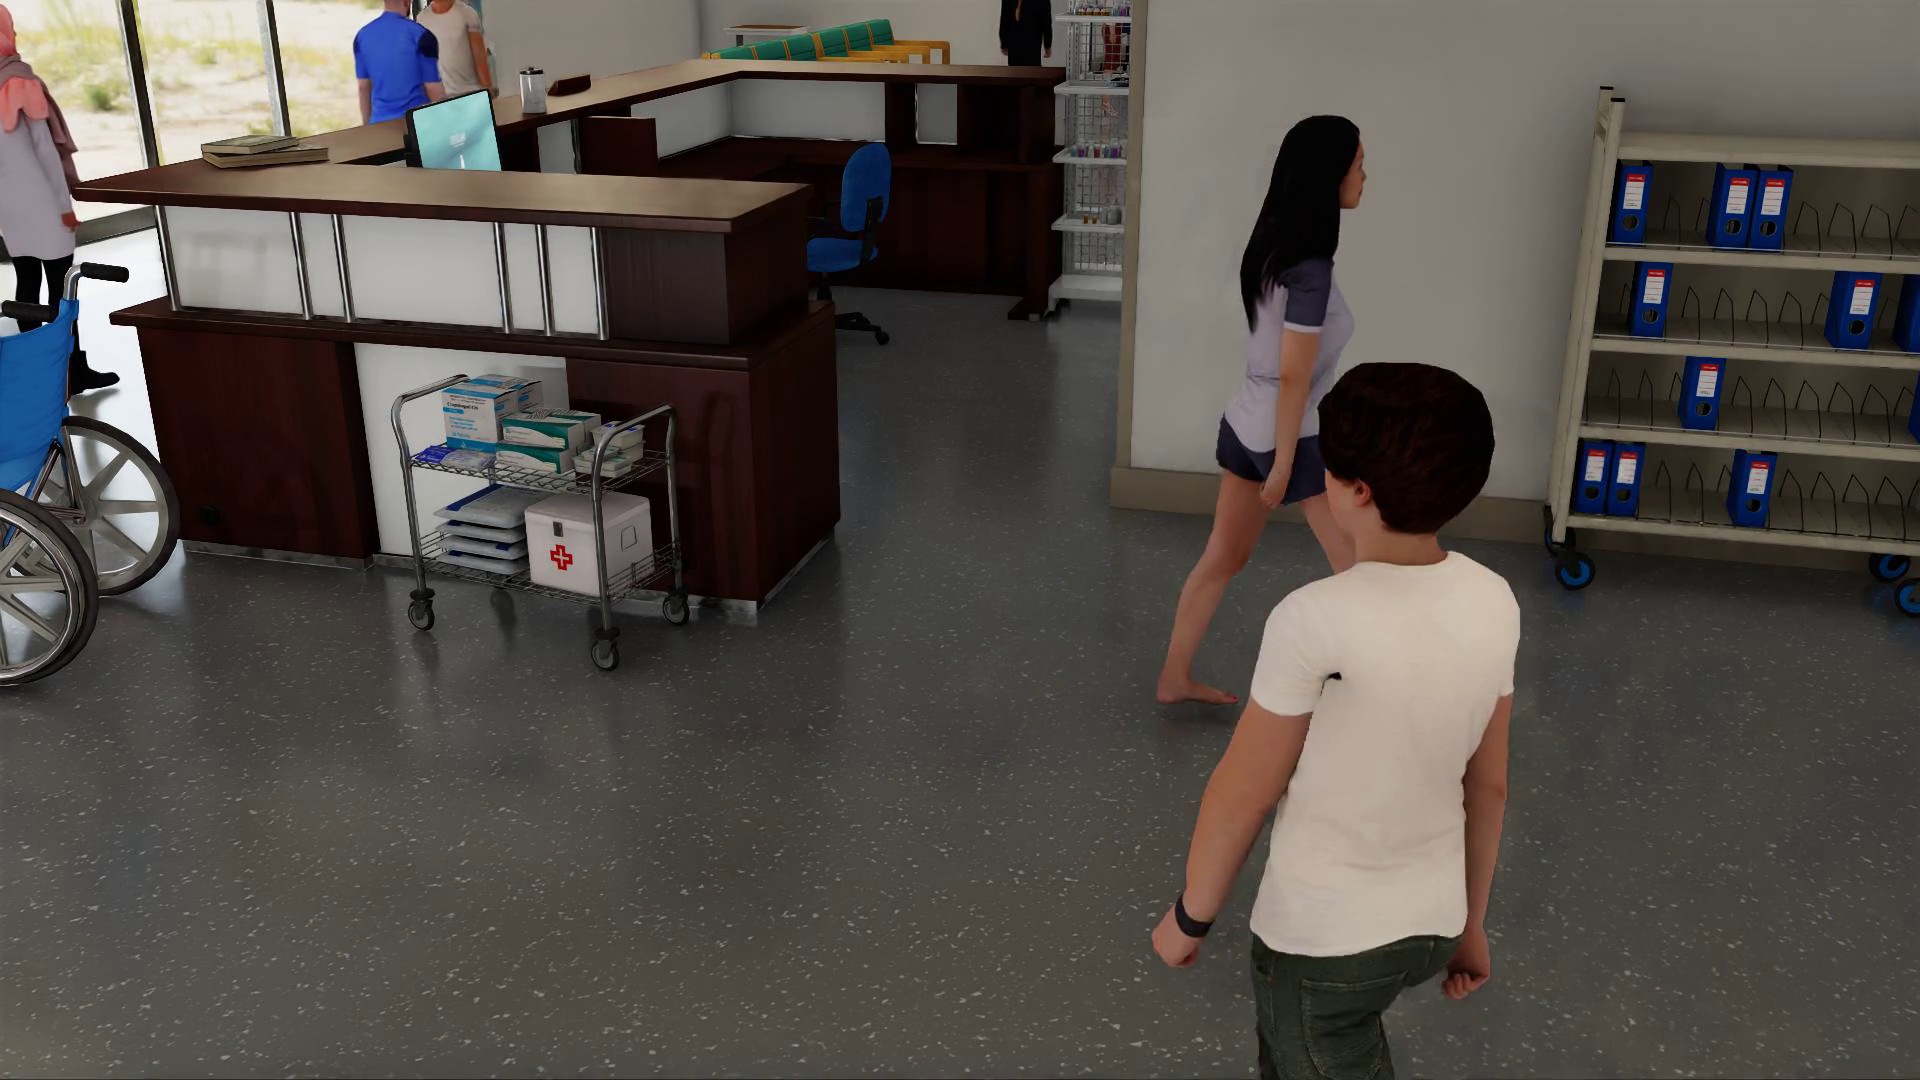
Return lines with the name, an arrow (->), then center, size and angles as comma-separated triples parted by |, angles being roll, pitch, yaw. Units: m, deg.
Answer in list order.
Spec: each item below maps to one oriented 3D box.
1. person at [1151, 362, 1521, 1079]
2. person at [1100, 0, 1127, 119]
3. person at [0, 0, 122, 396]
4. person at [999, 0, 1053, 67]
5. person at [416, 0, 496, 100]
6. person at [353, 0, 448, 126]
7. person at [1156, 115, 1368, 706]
person -> 0.593, 0.602, 2.280 | 1.087, 1.620, 1.161 | -12, 24, -29
person -> 1.693, -5.618, 18.517 | 0.546, 1.751, 0.619 | 3, 21, 7
person -> -4.357, -1.578, 7.777 | 0.540, 1.803, 0.699 | 7, 22, 19
person -> 0.658, -5.011, 17.025 | 0.553, 1.673, 0.759 | 6, 21, 15
person -> -3.520, -3.142, 11.816 | 0.846, 1.868, 0.778 | 3, 21, 7
person -> -3.352, -2.418, 10.007 | 0.842, 1.795, 0.861 | 2, 21, 5
person -> 0.792, -0.269, 4.513 | 1.145, 1.667, 0.866 | -2, 21, -6
